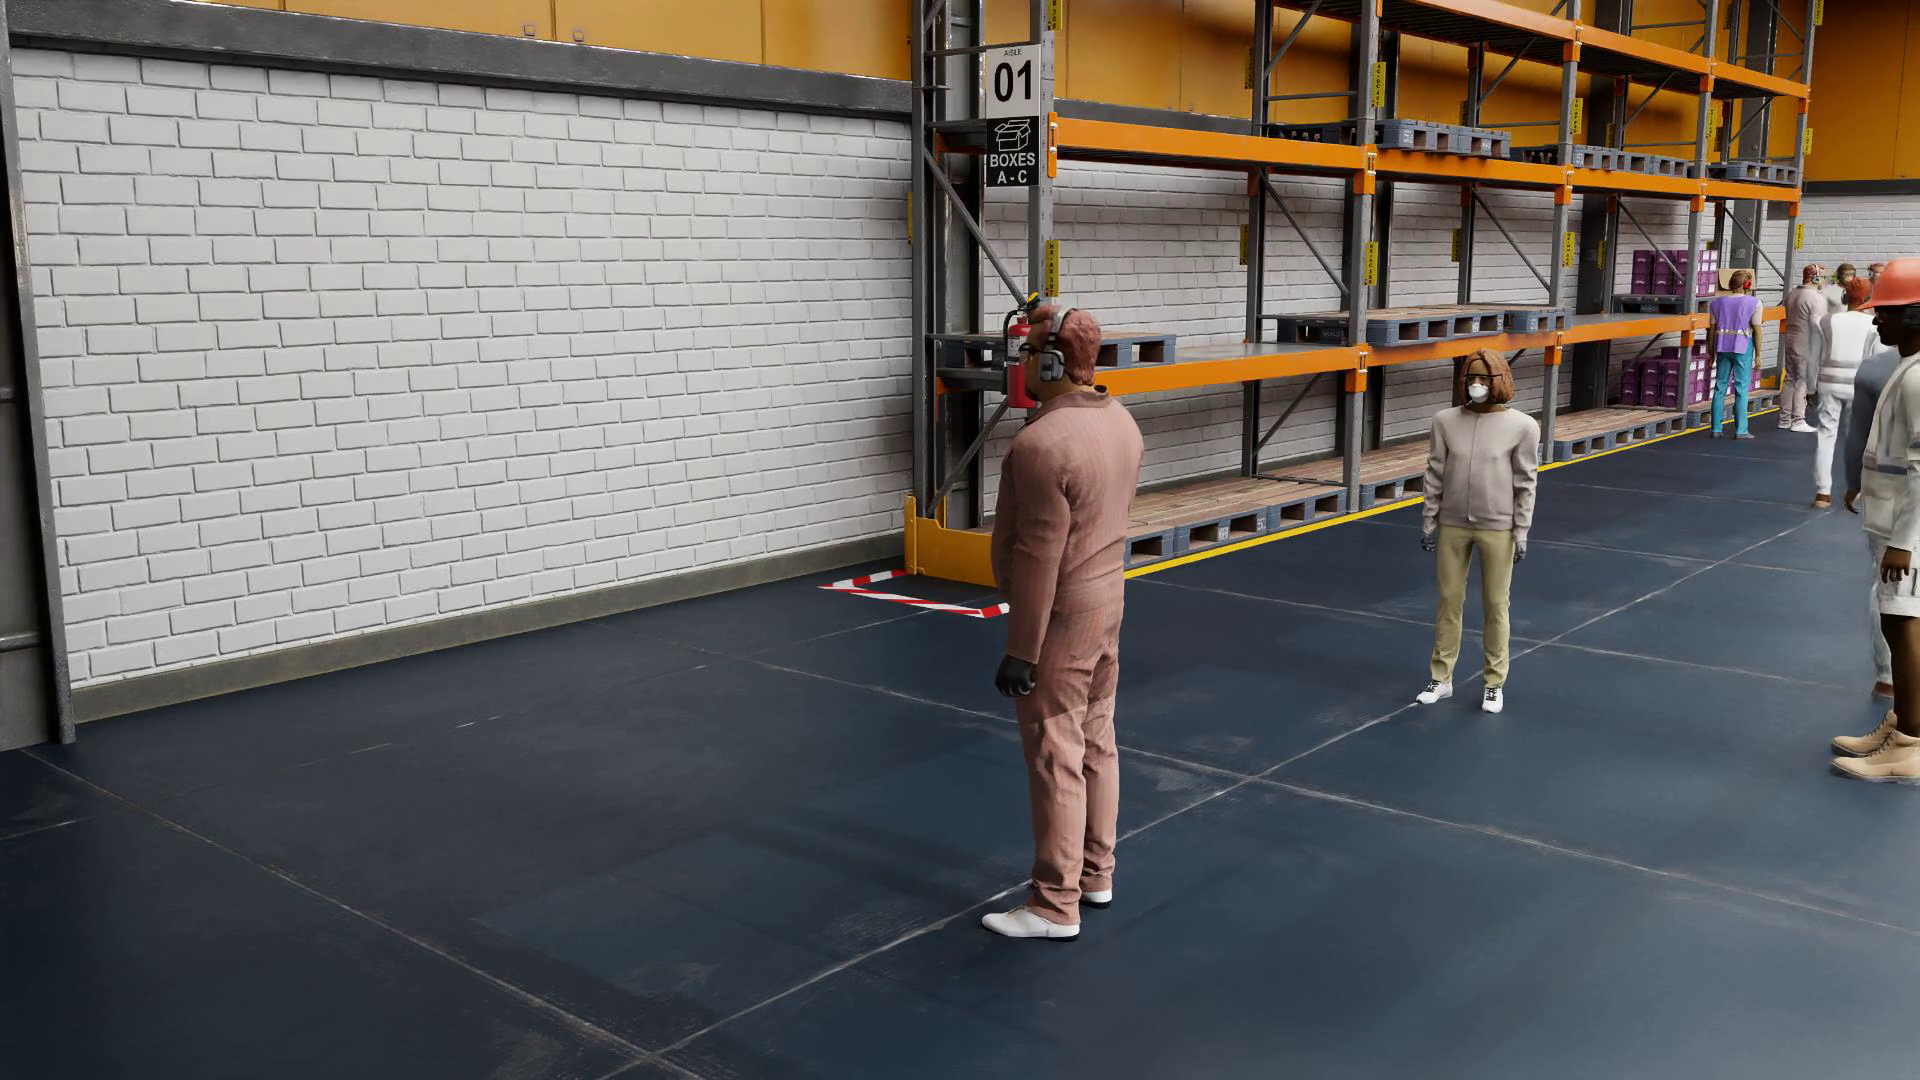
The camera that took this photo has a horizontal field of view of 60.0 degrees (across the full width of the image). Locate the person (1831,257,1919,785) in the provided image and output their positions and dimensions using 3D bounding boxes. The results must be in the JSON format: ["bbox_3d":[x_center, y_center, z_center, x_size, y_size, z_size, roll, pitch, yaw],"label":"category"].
[{"bbox_3d":[3.640,-0.070,6.480,0.396,2.038,0.615,5,11,28],"label":"person"}]

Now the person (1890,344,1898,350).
[{"bbox_3d":[13.420,-3.015,23.759,0.598,1.857,0.659,4,11,20],"label":"person"}]

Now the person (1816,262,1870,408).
[{"bbox_3d":[11.593,-2.708,21.946,0.643,1.896,1.028,0,10,0],"label":"person"}]

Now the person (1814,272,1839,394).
[{"bbox_3d":[12.301,-2.947,23.567,0.543,1.793,0.615,4,11,21],"label":"person"}]

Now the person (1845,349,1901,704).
[{"bbox_3d":[4.496,-0.227,7.802,0.636,1.892,0.991,5,11,29],"label":"person"}]

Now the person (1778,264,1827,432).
[{"bbox_3d":[9.601,-2.172,18.873,0.400,1.900,0.636,-1,10,-4],"label":"person"}]

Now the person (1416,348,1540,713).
[{"bbox_3d":[2.324,-0.044,7.490,0.499,1.633,0.286,6,12,32],"label":"person"}]

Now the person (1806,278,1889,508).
[{"bbox_3d":[7.186,-1.198,13.507,0.596,1.829,1.002,6,12,33],"label":"person"}]

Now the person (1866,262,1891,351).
[{"bbox_3d":[12.348,-2.805,22.507,0.645,1.891,0.570,1,10,5],"label":"person"}]

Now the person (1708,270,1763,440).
[{"bbox_3d":[8.398,-2.002,18.056,0.390,1.838,0.563,-10,14,-43],"label":"person"}]

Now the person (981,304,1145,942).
[{"bbox_3d":[0.293,0.249,5.031,0.410,1.913,0.643,5,11,28],"label":"person"}]

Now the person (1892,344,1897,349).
[{"bbox_3d":[12.778,-2.867,23.116,0.885,1.804,0.560,-6,11,-30],"label":"person"}]
